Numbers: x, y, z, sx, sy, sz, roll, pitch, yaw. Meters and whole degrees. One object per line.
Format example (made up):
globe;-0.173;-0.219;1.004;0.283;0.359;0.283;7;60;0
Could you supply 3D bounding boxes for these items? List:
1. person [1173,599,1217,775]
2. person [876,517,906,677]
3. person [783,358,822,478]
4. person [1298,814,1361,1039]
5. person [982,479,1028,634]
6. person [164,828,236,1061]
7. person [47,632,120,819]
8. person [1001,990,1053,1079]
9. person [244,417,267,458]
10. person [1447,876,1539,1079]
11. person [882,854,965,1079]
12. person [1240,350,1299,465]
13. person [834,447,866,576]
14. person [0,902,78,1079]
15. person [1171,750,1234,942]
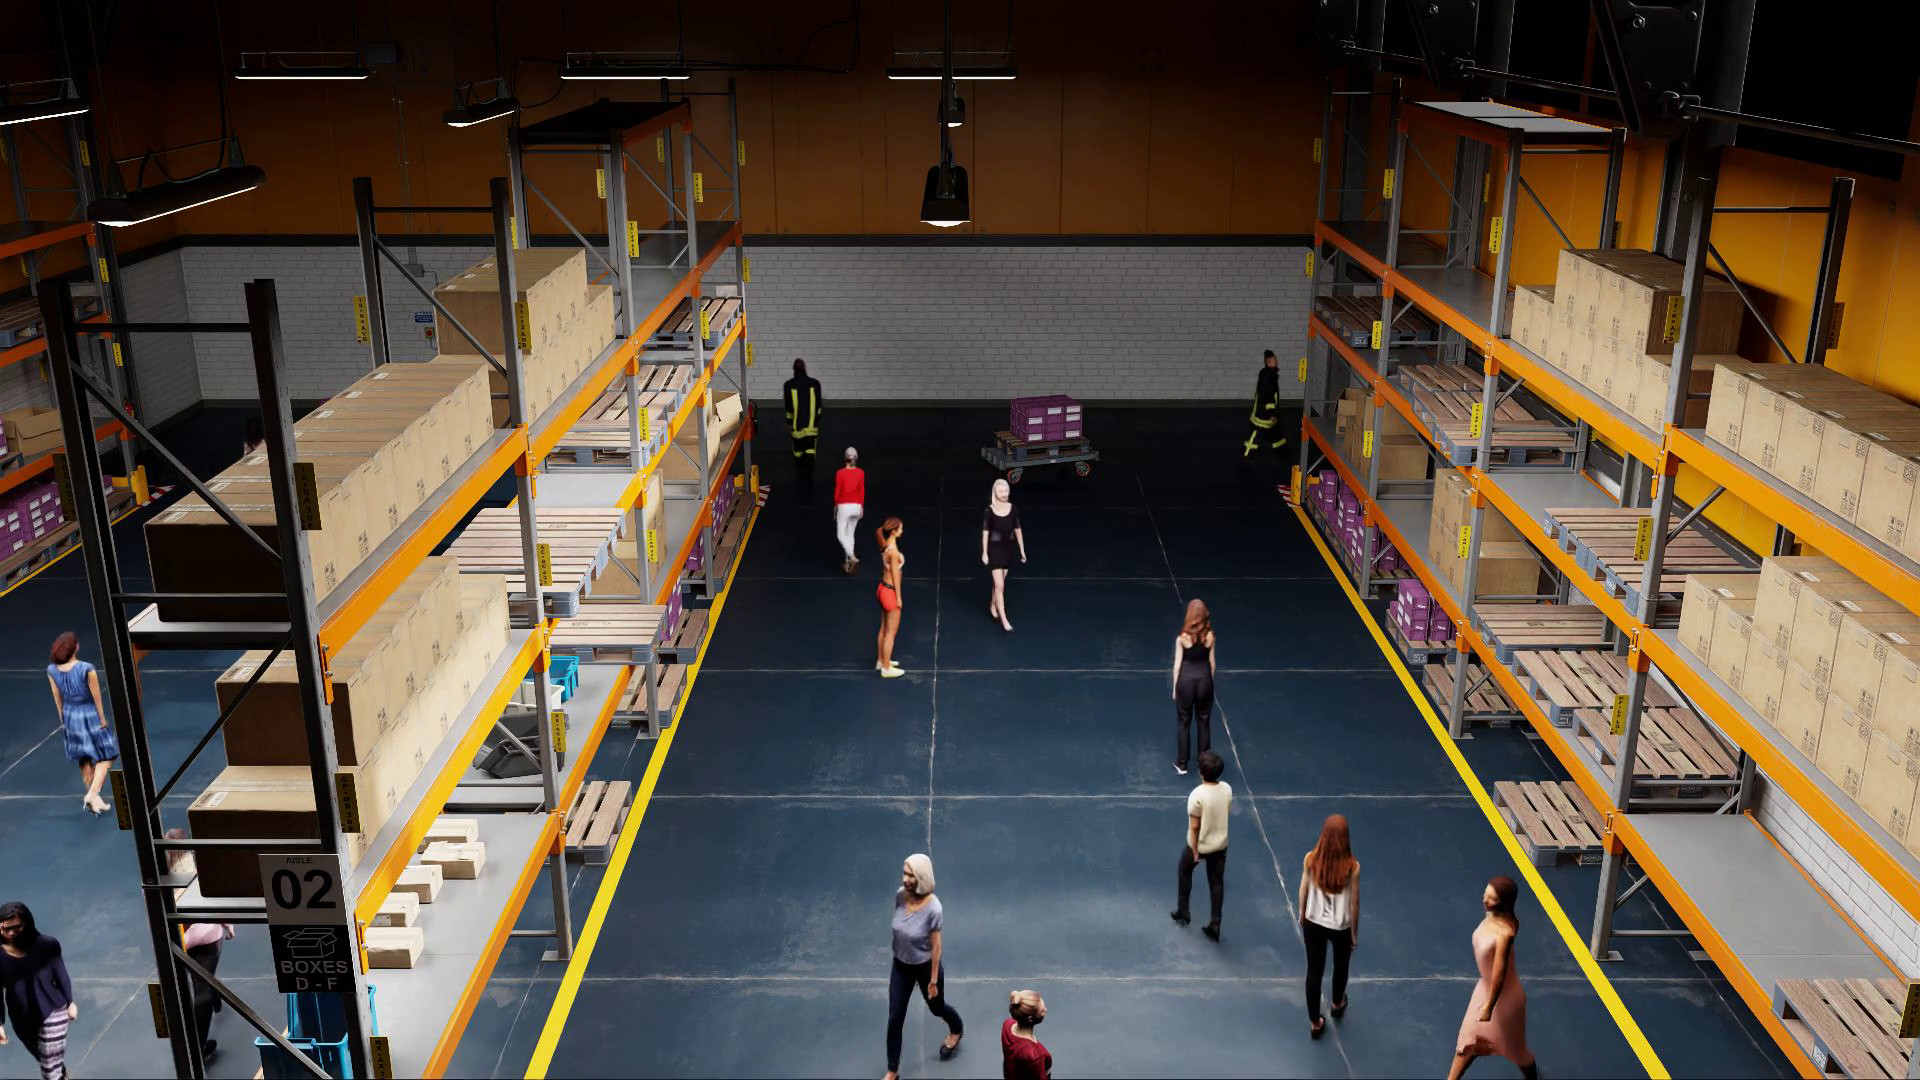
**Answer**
person;2.232;1.396;15.838;0.576;1.745;0.537;-2;19;-5
person;-0.766;0.610;18.111;0.697;1.782;0.568;-6;20;-18
person;-2.376;-1.858;25.421;0.863;1.793;1.214;-3;19;-9
person;2.599;2.775;11.797;0.776;1.709;0.887;8;20;22
person;0.441;0.145;19.470;0.930;1.796;1.160;-10;21;-27
person;-5.393;2.862;11.657;0.758;1.633;1.175;-2;19;-7
person;-7.847;1.704;14.841;0.711;1.796;0.792;2;19;6
person;0.400;3.409;9.932;0.750;1.699;0.600;-9;21;-24
person;-9.427;-0.751;22.304;0.947;1.686;1.218;9;21;25
person;3.634;3.017;10.972;0.707;1.777;1.013;1;19;2
person;-0.222;2.912;11.426;1.028;1.686;1.153;15;24;37
person;4.692;-2.051;25.944;1.060;1.826;1.169;6;20;17
person;-1.378;-0.328;21.063;0.762;1.677;0.955;-8;20;-22
person;-6.066;3.072;10.953;0.830;1.686;1.131;-6;19;-17
person;1.984;2.425;13.052;0.747;1.571;0.839;-8;20;-22
